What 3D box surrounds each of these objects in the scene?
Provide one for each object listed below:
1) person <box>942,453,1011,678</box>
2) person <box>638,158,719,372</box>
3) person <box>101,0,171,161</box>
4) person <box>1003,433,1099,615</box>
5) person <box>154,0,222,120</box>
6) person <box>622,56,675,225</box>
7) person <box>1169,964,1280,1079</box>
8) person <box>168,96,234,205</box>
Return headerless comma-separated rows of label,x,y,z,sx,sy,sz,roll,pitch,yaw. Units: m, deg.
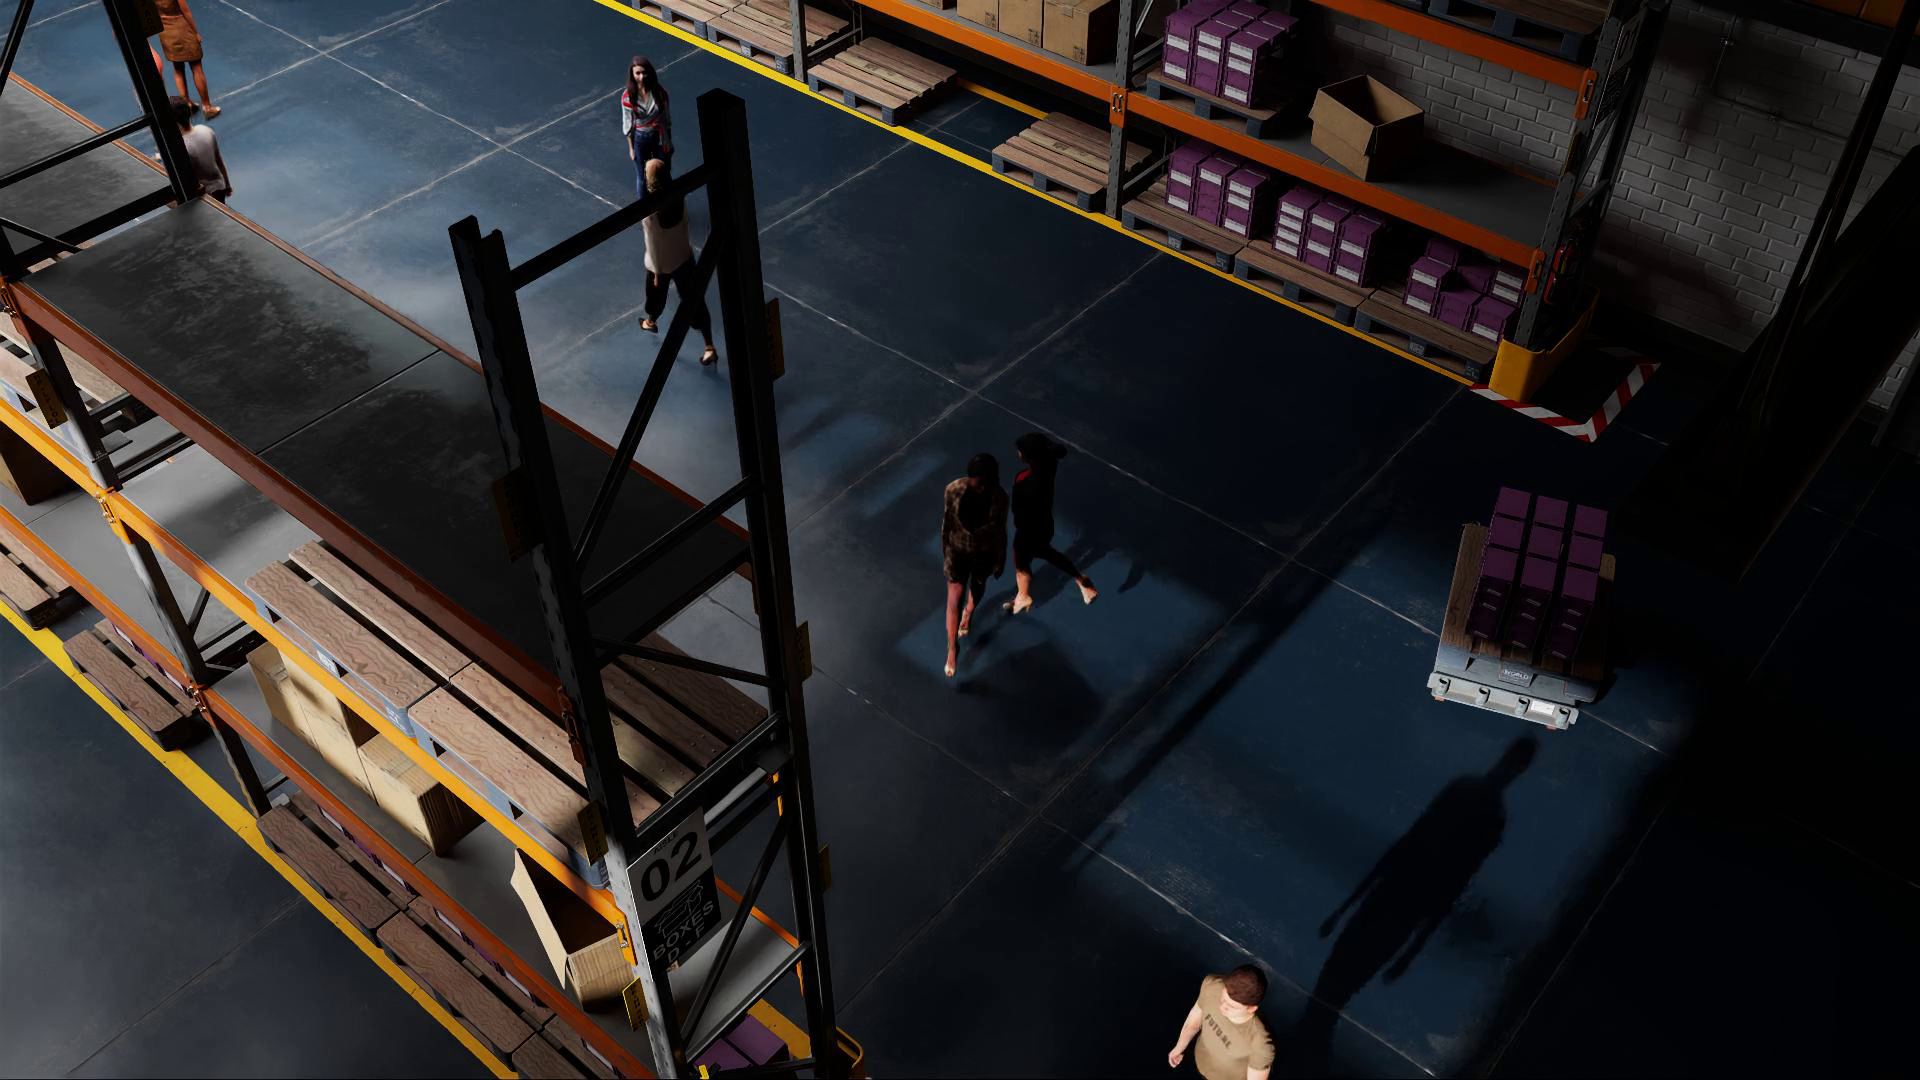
person,0.099,0.035,10.958,0.908,1.753,0.908,7,44,8
person,-2.217,-2.131,13.198,1.159,1.798,0.665,32,52,29
person,-7.642,-4.412,15.657,0.741,1.709,0.673,-2,44,-2
person,0.590,-0.050,11.144,0.982,1.618,0.806,12,45,12
person,-7.625,-4.927,16.216,0.589,1.683,0.698,9,44,9
person,-2.764,-3.559,14.832,0.660,1.611,0.666,-13,45,-13
person,1.376,2.592,8.227,1.070,1.817,1.240,-18,46,-18
person,-6.357,-2.958,14.129,0.731,1.712,0.683,18,47,18
